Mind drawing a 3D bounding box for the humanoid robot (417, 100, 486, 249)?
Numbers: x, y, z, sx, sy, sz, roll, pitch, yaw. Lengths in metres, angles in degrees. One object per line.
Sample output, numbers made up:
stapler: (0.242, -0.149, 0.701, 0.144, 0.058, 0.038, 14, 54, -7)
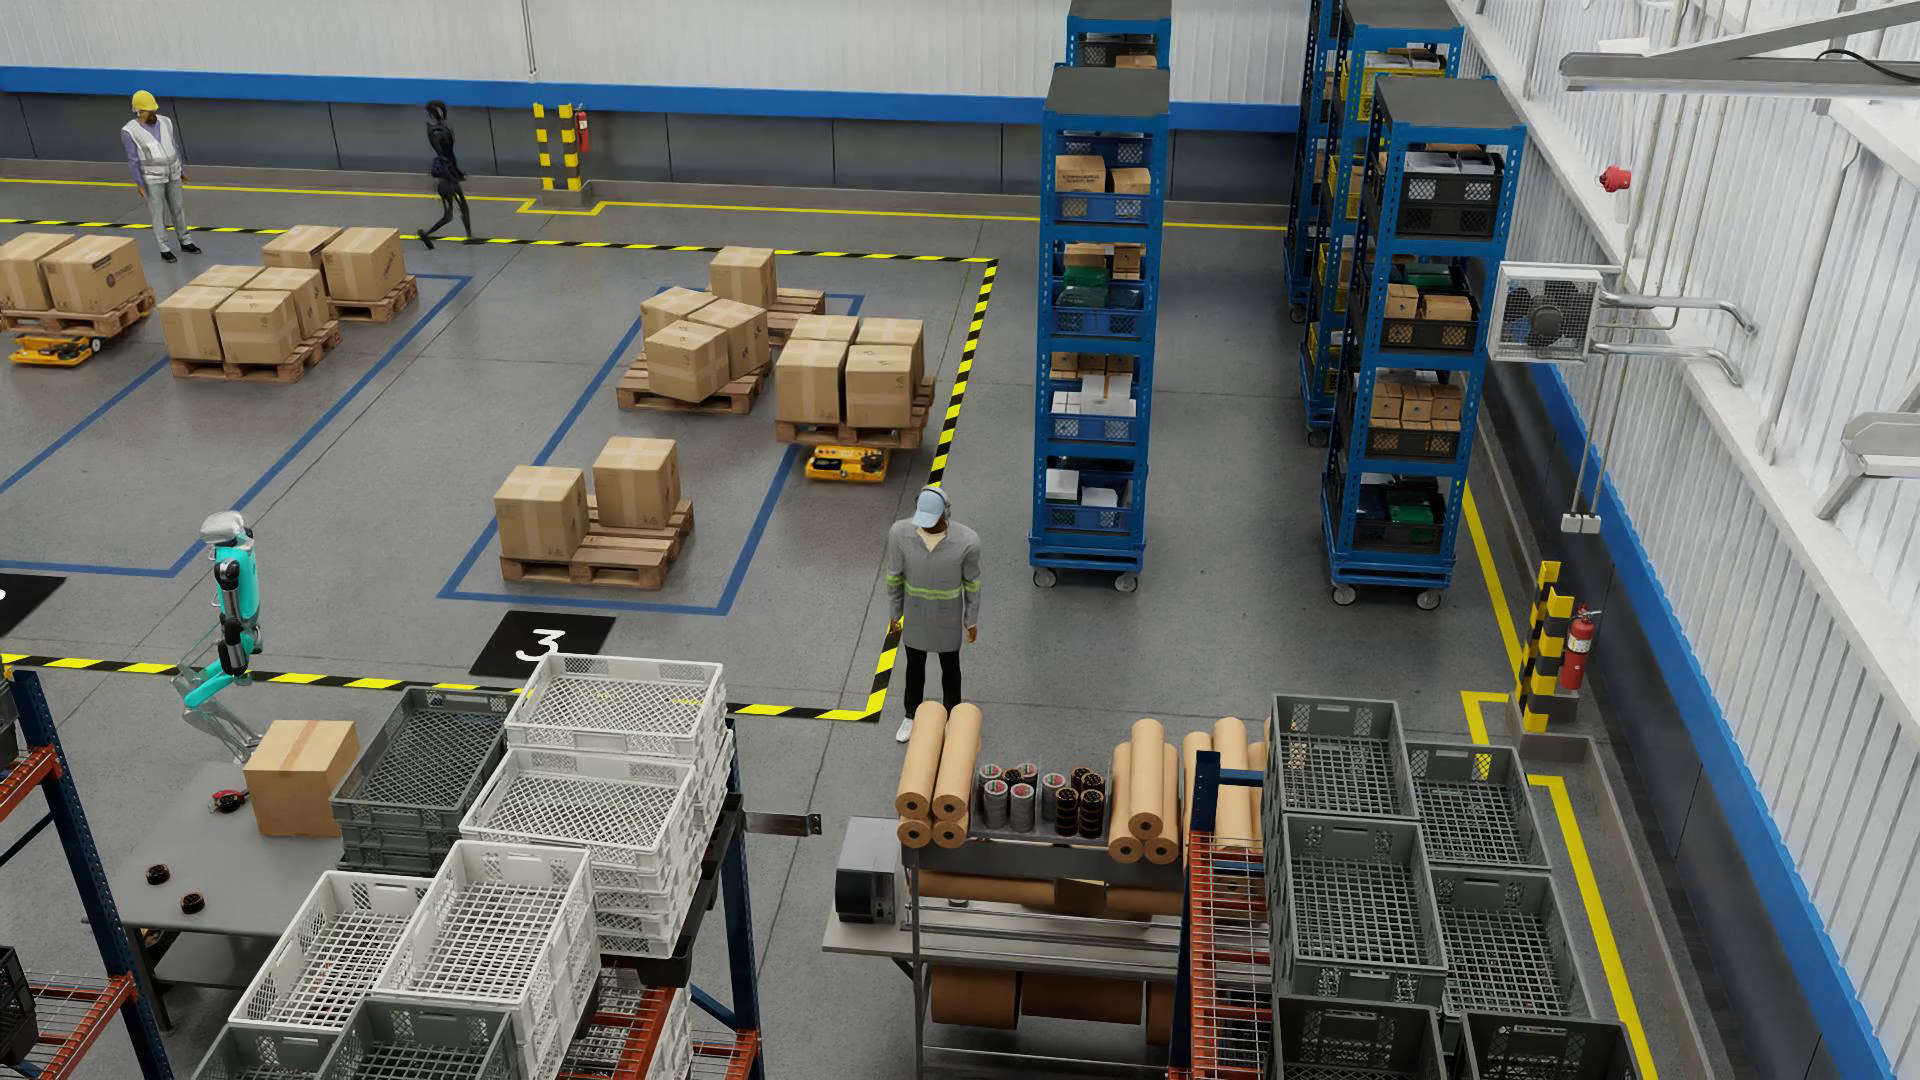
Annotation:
humanoid robot: (-5.647, -3.991, 18.150, 0.689, 1.638, 0.602, -2, 30, -4)

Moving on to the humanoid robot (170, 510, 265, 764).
humanoid robot: (-4.508, 0.617, 10.021, 0.735, 1.677, 0.533, -5, 31, -9)

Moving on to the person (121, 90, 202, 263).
person: (-8.564, -3.907, 17.831, 0.404, 1.827, 0.602, 18, 35, 28)

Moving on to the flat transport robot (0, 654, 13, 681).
flat transport robot: (-7.142, 0.969, 11.010, 1.431, 0.231, 0.659, 3, 30, 6)

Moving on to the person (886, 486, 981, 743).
person: (-0.172, 0.470, 10.298, 0.587, 1.847, 0.404, 5, 31, 9)

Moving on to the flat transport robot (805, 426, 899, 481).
flat transport robot: (-0.876, -0.933, 14.247, 0.652, 0.197, 1.431, 3, 30, 6)

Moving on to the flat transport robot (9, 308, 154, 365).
flat transport robot: (-8.567, -2.089, 16.233, 0.652, 0.197, 1.431, 3, 30, 6)
